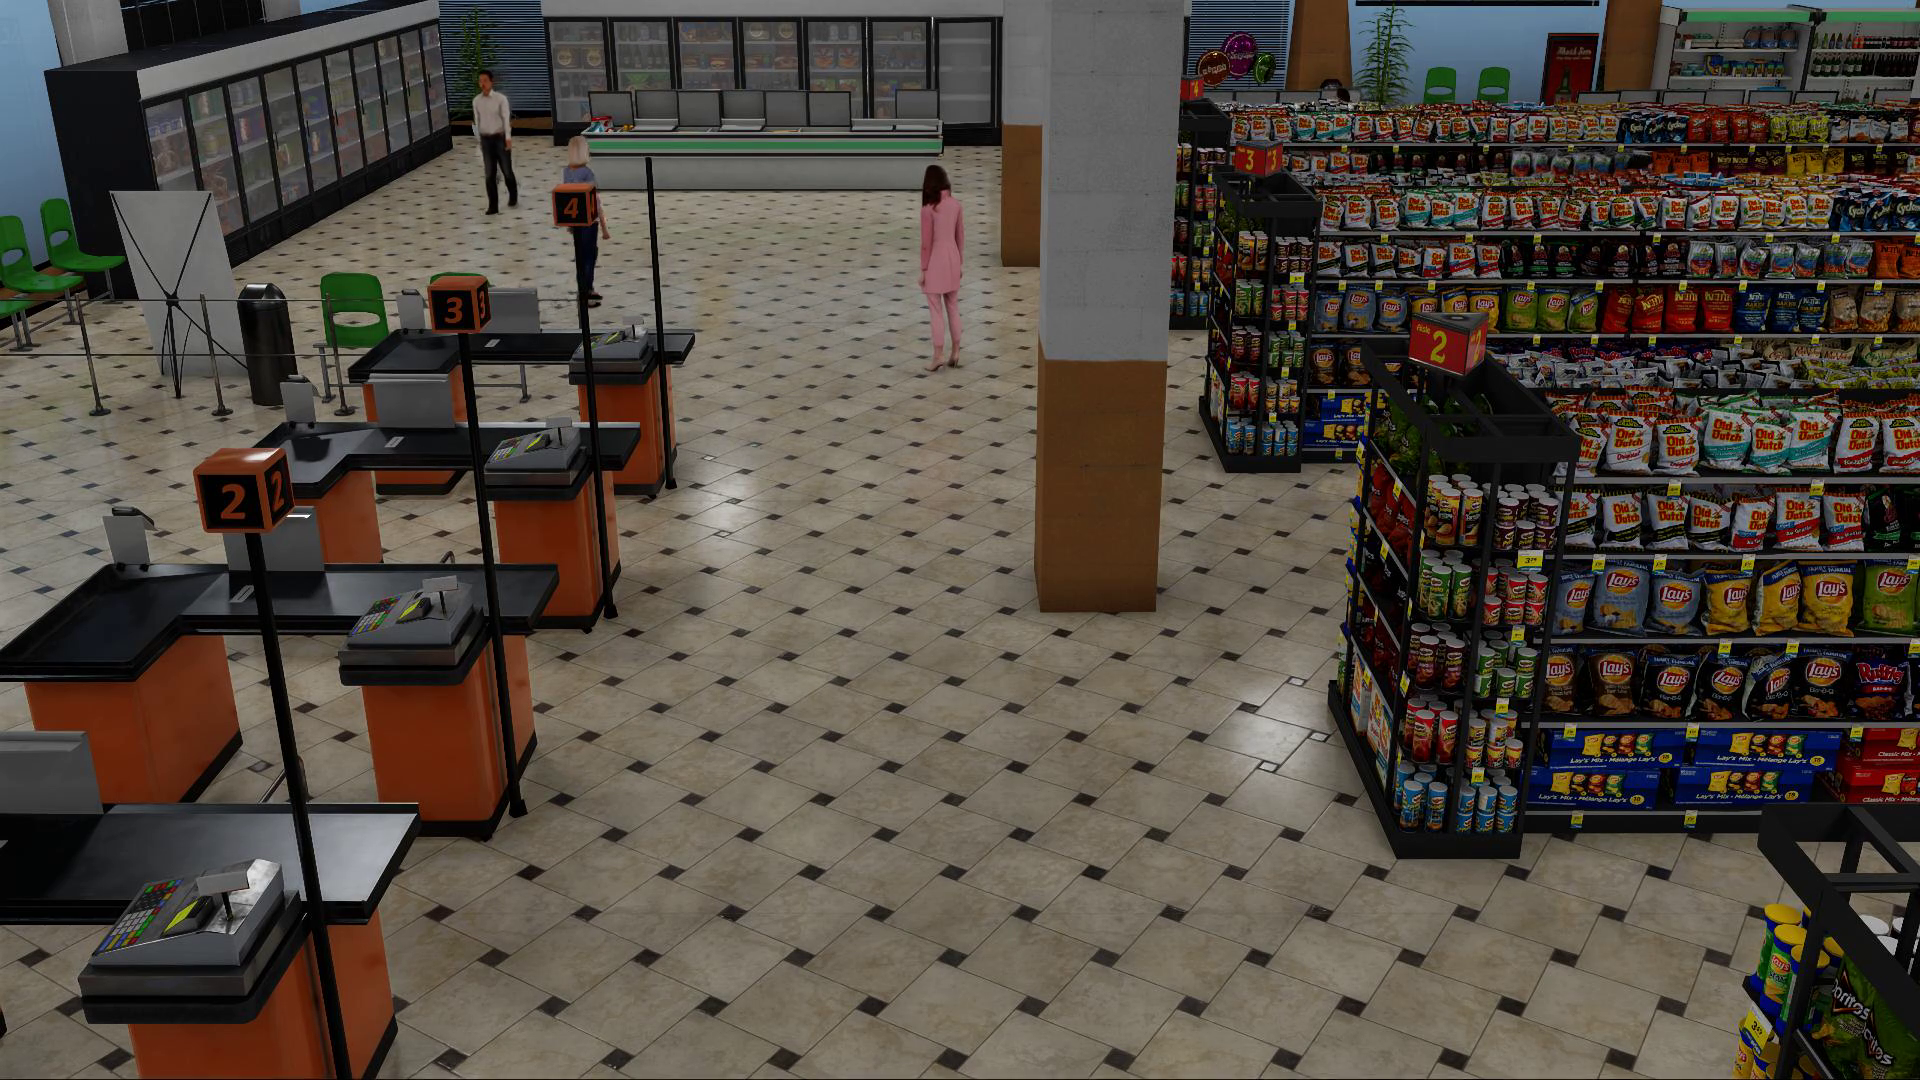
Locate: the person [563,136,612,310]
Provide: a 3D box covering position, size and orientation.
[{"bbox_3d":[-3.810,-3.133,16.543,0.719,1.710,0.786,18,28,37],"label":"person"}]

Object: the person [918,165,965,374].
[{"bbox_3d":[-0.158,-2.358,14.495,0.651,1.800,0.749,-15,26,-33],"label":"person"}]

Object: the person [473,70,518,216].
[{"bbox_3d":[-5.928,-5.109,21.377,1.122,1.773,0.768,1,22,4],"label":"person"}]
